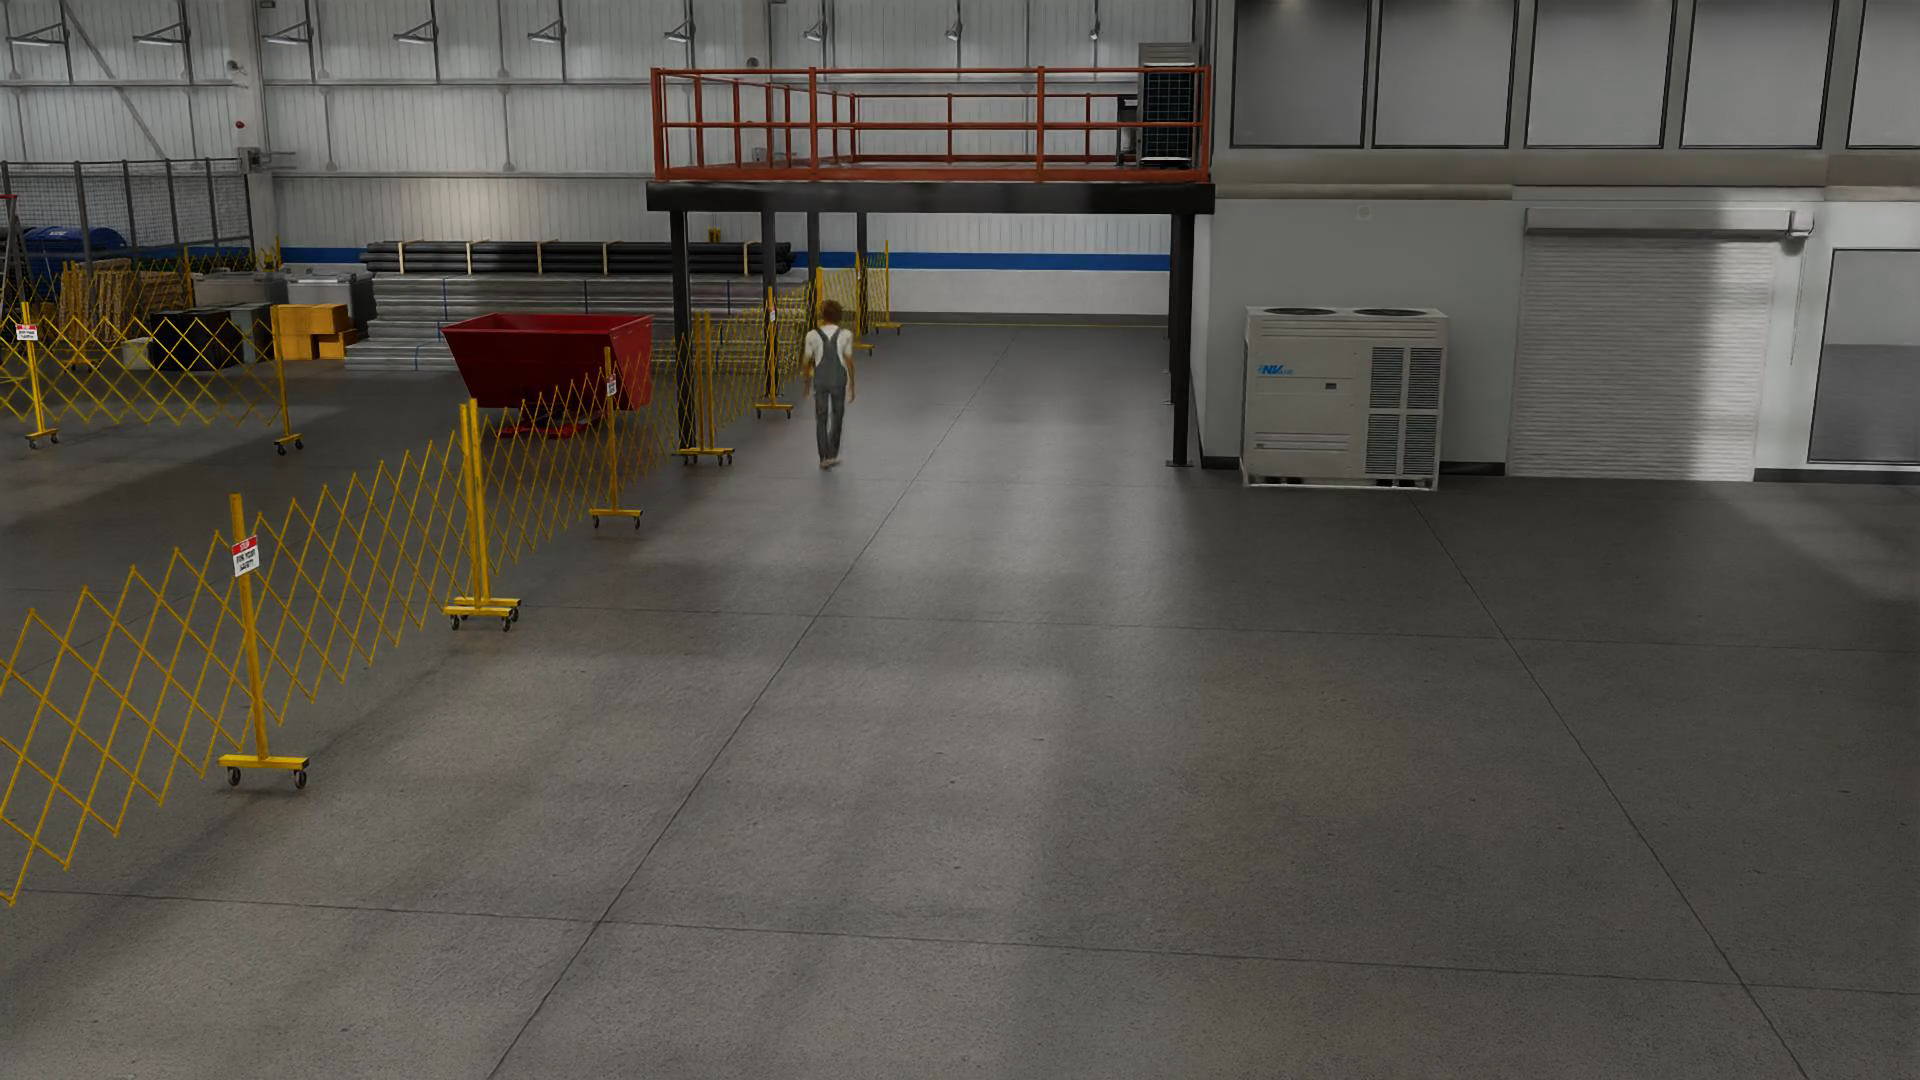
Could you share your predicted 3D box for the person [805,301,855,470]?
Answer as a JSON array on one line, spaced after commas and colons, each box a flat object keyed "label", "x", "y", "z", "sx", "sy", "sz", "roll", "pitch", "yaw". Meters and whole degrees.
[{"label": "person", "x": -1.382, "y": -1.645, "z": 17.757, "sx": 0.536, "sy": 1.803, "sz": 0.590, "roll": -1, "pitch": 14, "yaw": -4}]
